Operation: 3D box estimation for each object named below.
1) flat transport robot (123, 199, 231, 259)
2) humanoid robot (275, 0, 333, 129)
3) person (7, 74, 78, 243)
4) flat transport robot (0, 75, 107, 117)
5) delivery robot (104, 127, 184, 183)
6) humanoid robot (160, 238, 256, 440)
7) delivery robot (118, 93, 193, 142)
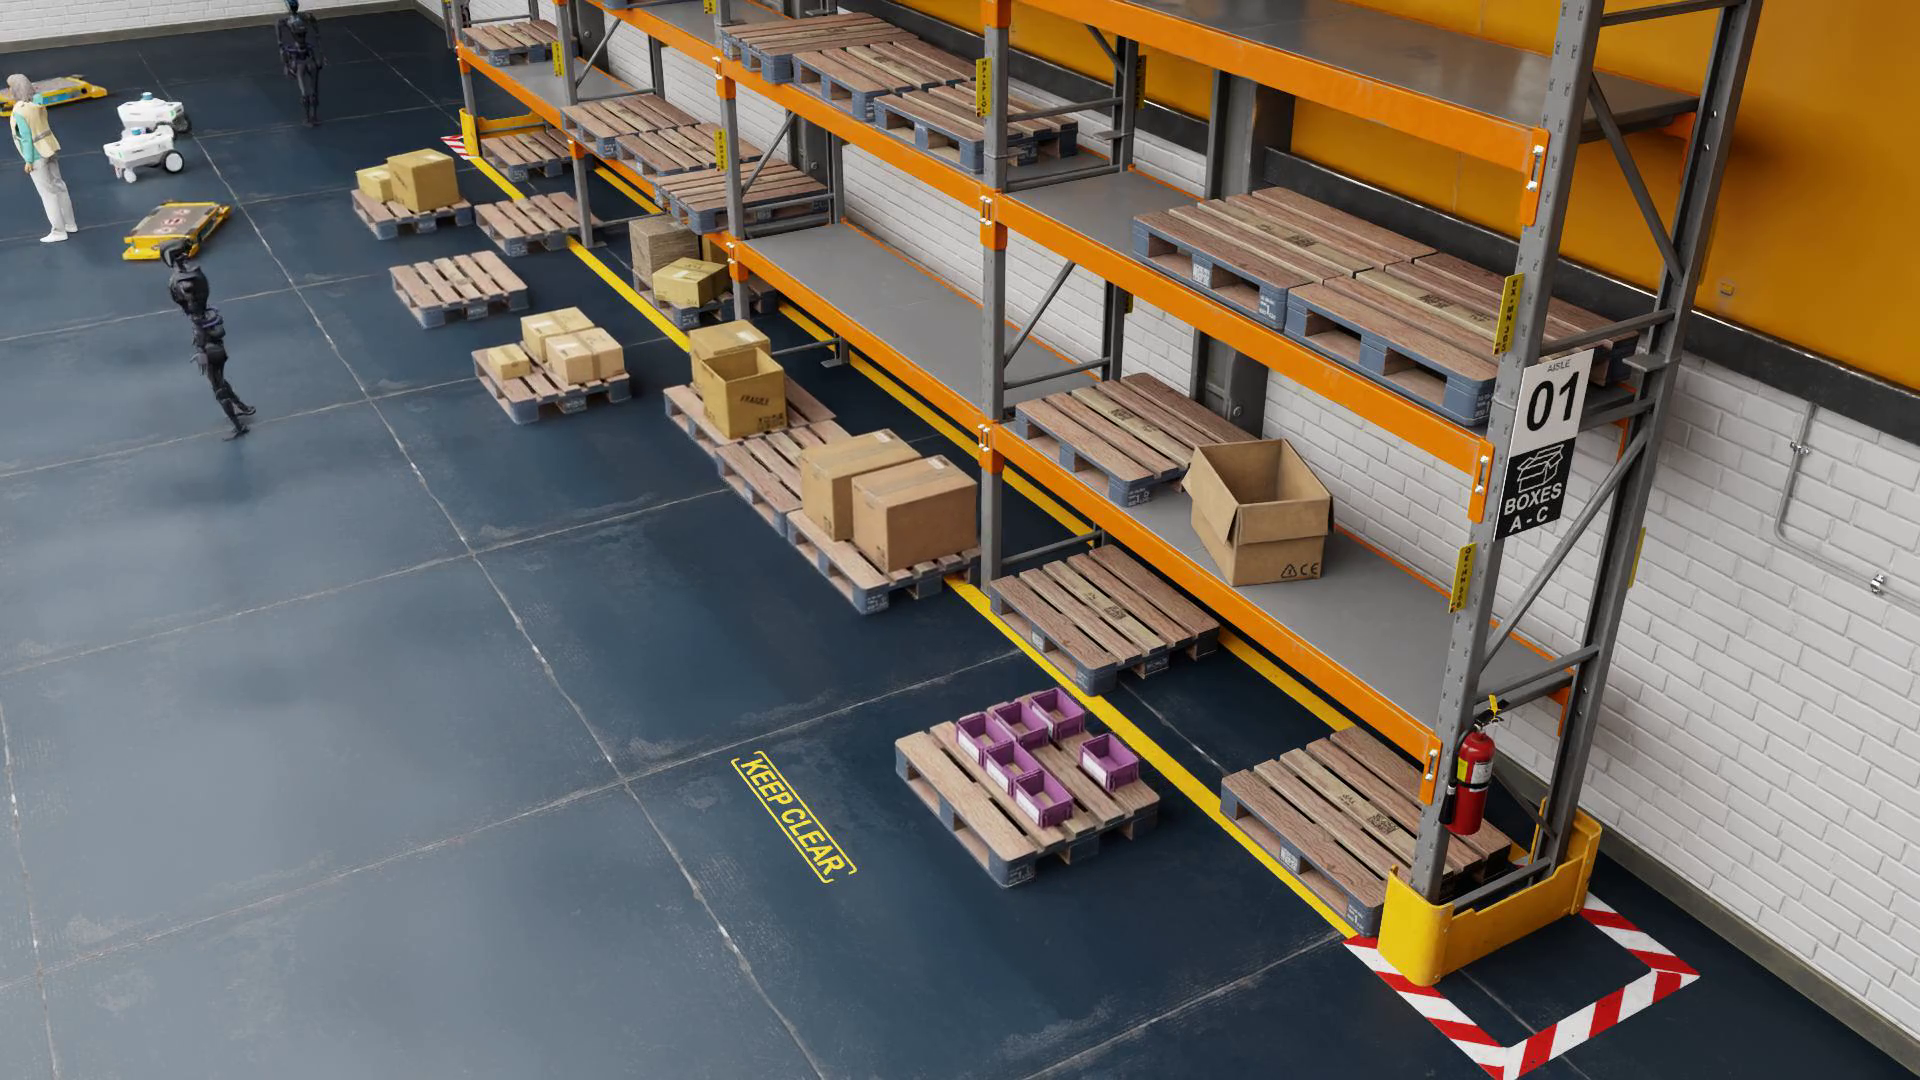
[{"bbox_3d":[-8.172,-3.250,17.369,0.659,0.231,1.431,-3,30,-5],"label":"flat transport robot"},{"bbox_3d":[-8.177,-5.996,20.794,0.598,1.646,0.537,-23,37,-35],"label":"humanoid robot"},{"bbox_3d":[-9.435,-3.925,17.095,0.362,1.705,0.472,0,30,0],"label":"person"},{"bbox_3d":[-12.152,-5.872,21.998,0.659,0.231,1.431,20,35,32],"label":"flat transport robot"},{"bbox_3d":[-9.452,-4.475,19.256,0.507,0.608,0.779,19,35,30],"label":"delivery robot"},{"bbox_3d":[-5.872,-1.595,13.027,0.415,1.645,0.590,-13,32,-22],"label":"humanoid robot"},{"bbox_3d":[-9.983,-5.229,20.559,0.757,0.580,0.499,1,30,1],"label":"delivery robot"}]
